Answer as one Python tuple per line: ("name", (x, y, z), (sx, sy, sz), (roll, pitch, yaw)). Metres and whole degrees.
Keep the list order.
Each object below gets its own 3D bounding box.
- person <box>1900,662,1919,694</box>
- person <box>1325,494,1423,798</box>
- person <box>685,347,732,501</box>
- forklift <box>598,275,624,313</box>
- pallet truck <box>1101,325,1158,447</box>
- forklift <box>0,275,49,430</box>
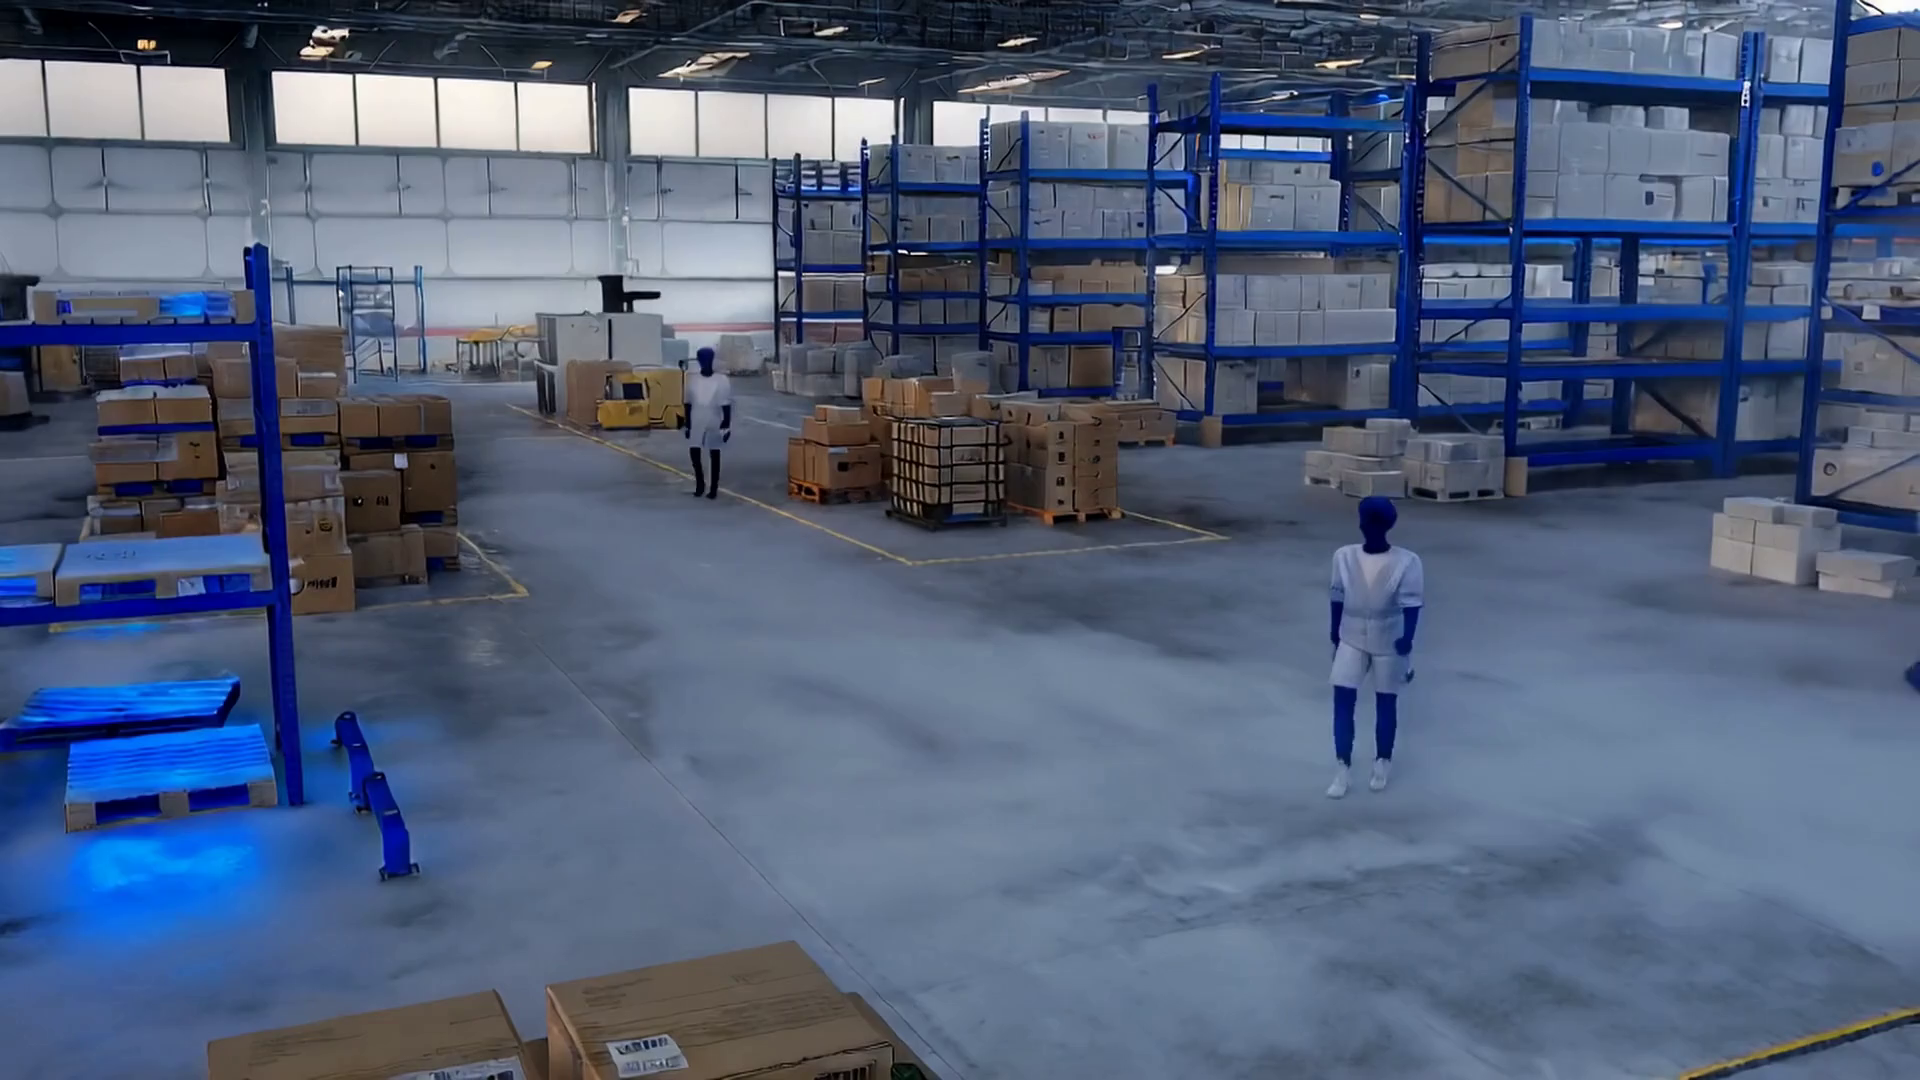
("person", (6.750, 0.200, 10.866), (0.926, 1.909, 0.542), (4, 10, 25))
("person", (2.258, 0.593, 9.124), (0.566, 1.687, 0.497), (5, 10, 28))
("person", (-3.200, -1.456, 20.978), (0.633, 1.951, 0.506), (1, 9, 8))
("forklift", (-8.009, -4.716, 38.346), (1.873, 2.768, 1.129), (-4, 10, -25))
("pallet truck", (2.881, -2.596, 27.923), (0.823, 1.965, 1.885), (-1, 9, -7))
("forklift", (-17.776, -3.459, 30.545), (1.129, 2.768, 1.873), (-2, 9, -10))
